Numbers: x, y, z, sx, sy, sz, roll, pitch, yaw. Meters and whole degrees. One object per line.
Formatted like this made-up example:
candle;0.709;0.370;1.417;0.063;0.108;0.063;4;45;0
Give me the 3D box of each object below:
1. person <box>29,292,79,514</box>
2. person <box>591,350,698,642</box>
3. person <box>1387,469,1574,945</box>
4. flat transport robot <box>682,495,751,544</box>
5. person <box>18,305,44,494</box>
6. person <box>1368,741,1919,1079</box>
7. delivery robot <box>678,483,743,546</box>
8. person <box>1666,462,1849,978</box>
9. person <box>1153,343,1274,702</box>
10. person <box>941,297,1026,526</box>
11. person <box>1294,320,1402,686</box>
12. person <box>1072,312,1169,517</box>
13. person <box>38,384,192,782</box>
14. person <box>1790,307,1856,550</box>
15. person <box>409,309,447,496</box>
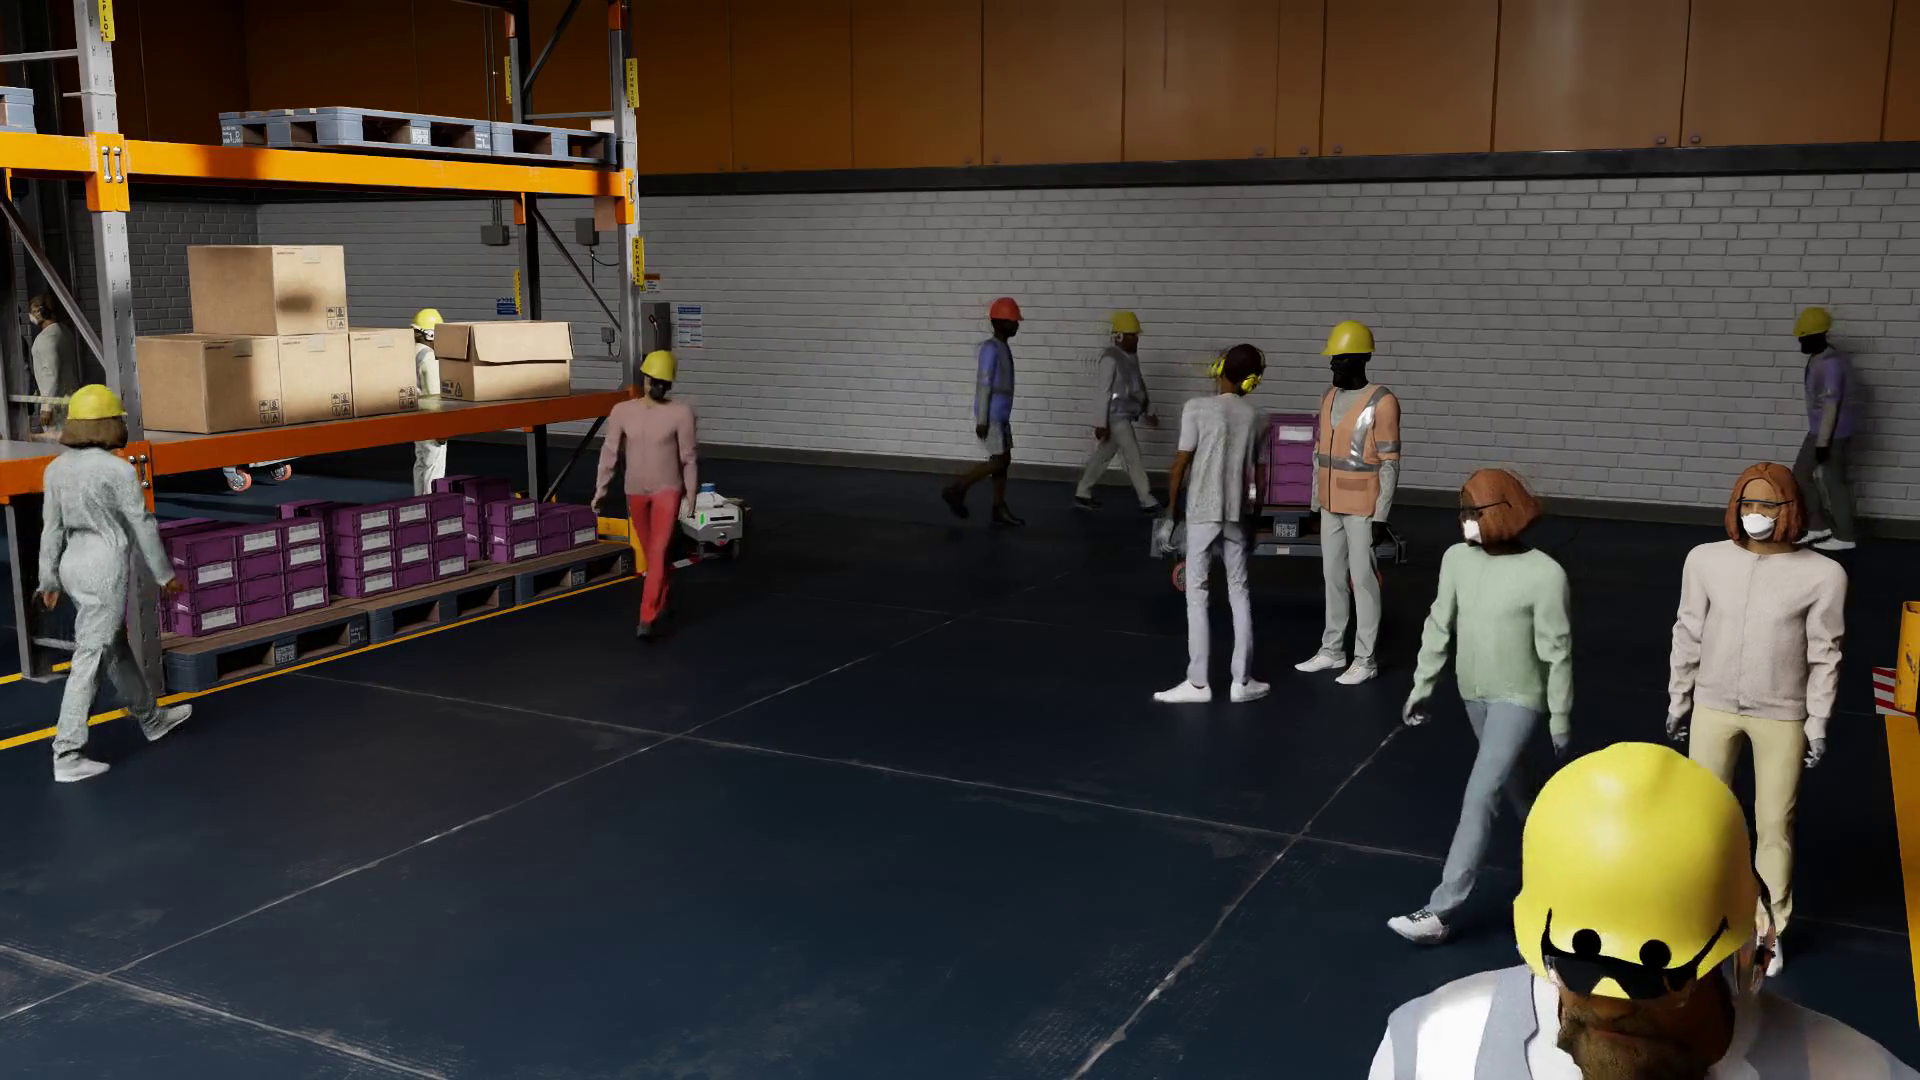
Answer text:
person;-7.915;-1.192;14.569;0.372;1.940;0.632;-3;10;-15
person;-1.837;-0.270;9.877;0.548;1.702;0.879;2;10;11
person;1.802;0.545;5.584;0.923;1.568;0.499;-5;11;-28
flat transport robot;-2.169;-0.176;13.511;0.652;0.197;1.431;1;10;5
person;-8.964;-1.345;15.739;0.633;1.841;0.429;6;11;30
person;0.685;1.085;1.776;0.613;1.812;0.432;5;11;27
delivery robot;-1.880;-0.181;12.449;0.477;0.478;0.707;-4;11;-24
person;2.512;0.562;5.299;0.500;1.633;0.284;8;12;37
person;1.283;-0.072;8.435;0.628;1.835;0.306;-3;10;-17
person;0.235;-1.054;13.823;0.612;1.921;0.551;3;10;14
person;2.060;-0.196;8.837;0.368;1.925;0.594;-5;11;-27
person;1.393;-1.096;14.506;0.968;1.785;0.594;4;10;21
person;-3.765;0.165;7.399;0.500;1.703;0.874;4;11;24
person;6.609;-0.836;12.715;0.650;1.864;0.624;2;10;12
person;-4.352;-0.983;13.699;0.404;1.824;0.594;-7;12;-35
